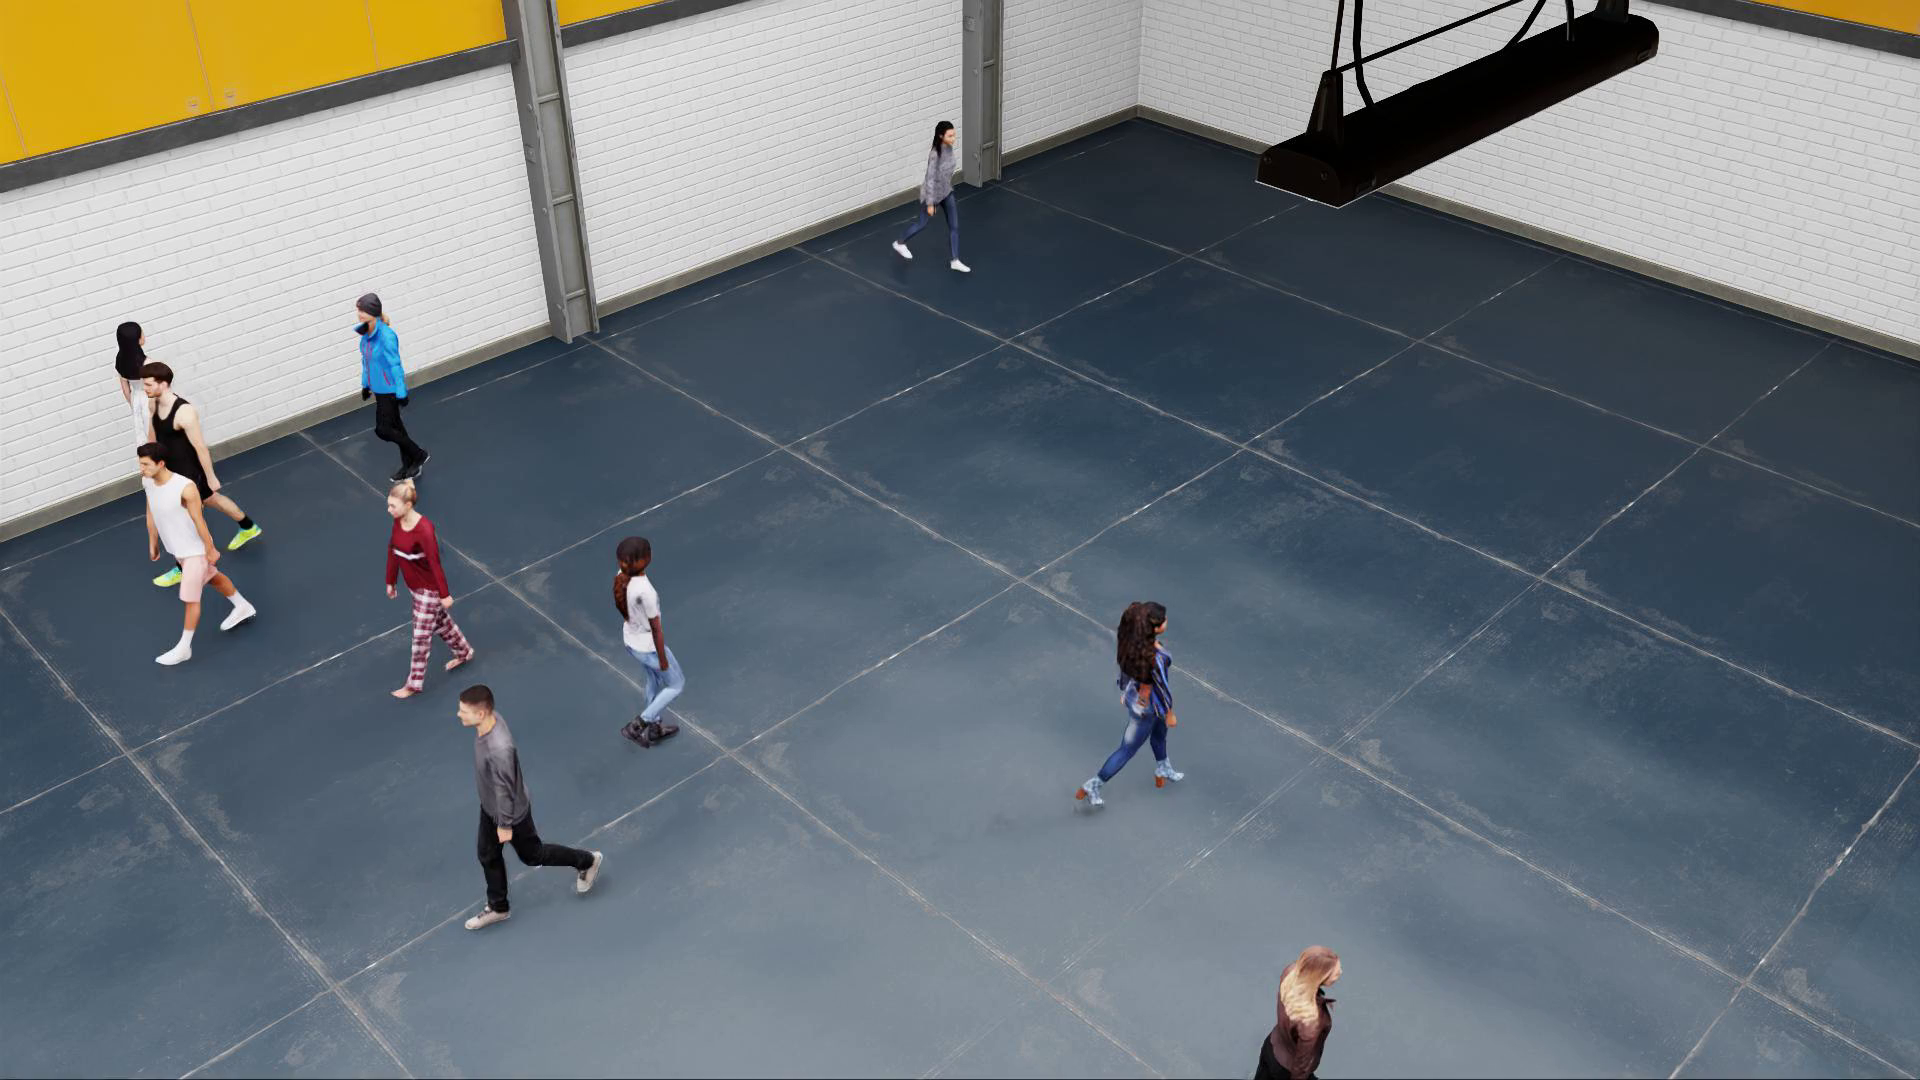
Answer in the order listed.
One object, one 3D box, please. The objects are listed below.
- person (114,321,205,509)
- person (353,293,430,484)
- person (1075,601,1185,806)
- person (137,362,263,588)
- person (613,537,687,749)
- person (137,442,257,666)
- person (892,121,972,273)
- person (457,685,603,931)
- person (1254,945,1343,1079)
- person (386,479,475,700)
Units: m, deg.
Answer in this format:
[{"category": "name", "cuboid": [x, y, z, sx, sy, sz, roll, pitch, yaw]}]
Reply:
[{"category": "person", "cuboid": [-6.715, -1.011, 13.882, 0.763, 1.774, 0.789, 9, 35, 14]}, {"category": "person", "cuboid": [-4.857, -1.313, 14.328, 0.680, 1.783, 0.646, -25, 41, -32]}, {"category": "person", "cuboid": [1.132, 1.114, 10.859, 1.137, 1.580, 0.941, -9, 35, -13]}, {"category": "person", "cuboid": [-6.050, -0.598, 13.194, 0.741, 1.847, 1.206, 25, 41, 33]}, {"category": "person", "cuboid": [-2.191, 0.751, 11.286, 0.737, 1.712, 0.638, -22, 40, -30]}, {"category": "person", "cuboid": [-5.667, 0.012, 12.378, 0.838, 1.734, 1.185, 18, 38, 25]}, {"category": "person", "cuboid": [-0.323, -3.747, 18.083, 0.873, 1.680, 1.167, 20, 38, 27]}, {"category": "person", "cuboid": [-2.647, 1.582, 10.022, 1.168, 1.729, 0.773, -20, 39, -28]}, {"category": "person", "cuboid": [1.593, 2.675, 8.446, 1.171, 1.653, 1.037, -4, 34, -6]}, {"category": "person", "cuboid": [-3.807, 0.288, 12.019, 0.639, 1.672, 0.950, 27, 42, 34]}]
